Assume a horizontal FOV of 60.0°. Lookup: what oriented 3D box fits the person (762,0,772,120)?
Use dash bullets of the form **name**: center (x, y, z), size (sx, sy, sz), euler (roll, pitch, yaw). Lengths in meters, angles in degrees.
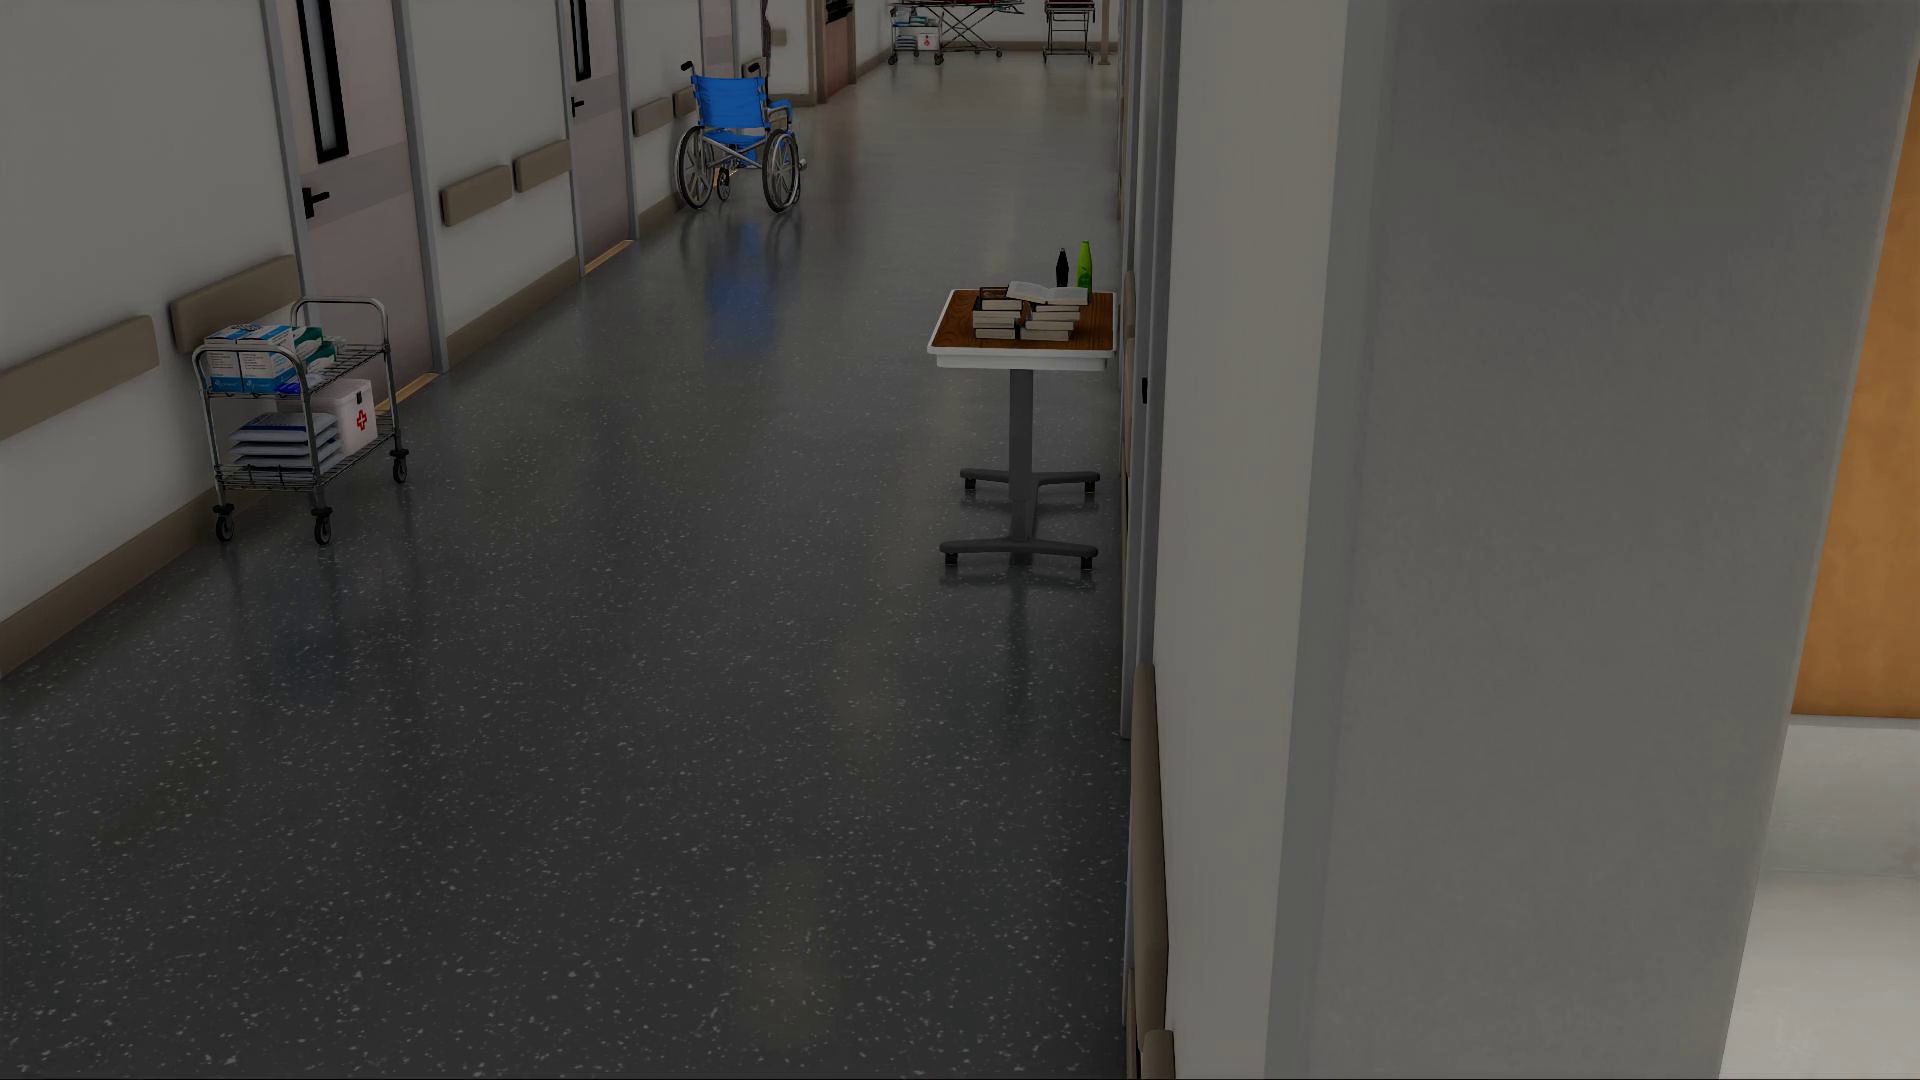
- **person**: center (-2.126, -5.381, 17.979), size (0.837, 1.779, 0.767), euler (11, 23, 26)
